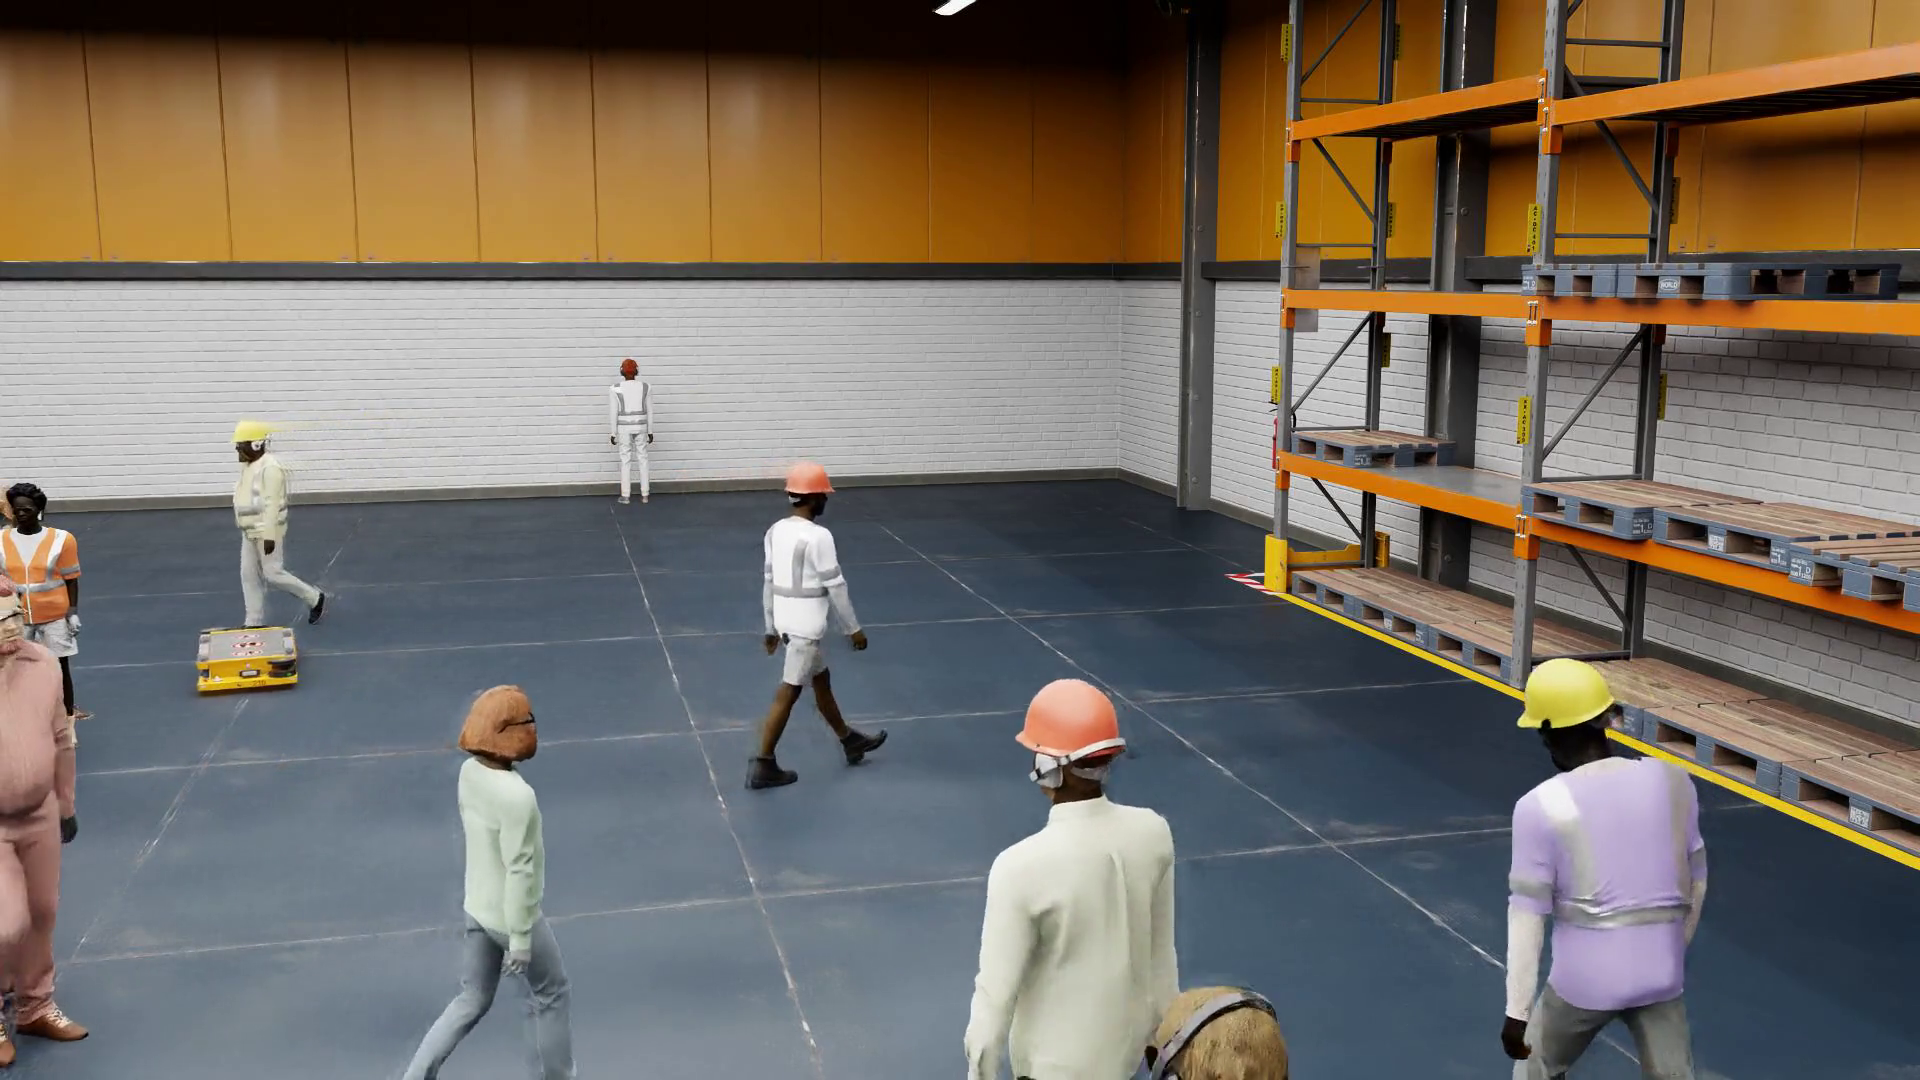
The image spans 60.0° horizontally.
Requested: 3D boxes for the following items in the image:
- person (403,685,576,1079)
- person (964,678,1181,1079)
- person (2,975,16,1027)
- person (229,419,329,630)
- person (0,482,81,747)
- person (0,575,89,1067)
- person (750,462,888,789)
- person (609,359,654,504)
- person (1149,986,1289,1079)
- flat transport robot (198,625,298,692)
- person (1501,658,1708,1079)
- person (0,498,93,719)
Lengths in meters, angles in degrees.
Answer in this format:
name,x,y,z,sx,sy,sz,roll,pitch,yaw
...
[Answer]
name,x,y,z,sx,sy,sz,roll,pitch,yaw
person,-1.610,1.283,5.681,0.795,1.605,0.507,-7,12,-39
person,0.327,1.328,4.324,0.628,1.954,1.003,-8,12,-41
person,-3.838,0.994,6.502,0.639,1.921,0.712,4,10,22
person,-5.661,-0.103,13.695,0.594,1.807,0.703,8,12,41
person,-5.773,0.481,10.386,0.529,1.697,0.321,-3,10,-18
person,-3.577,1.055,6.241,0.477,1.885,0.669,4,10,21
person,-0.846,0.482,9.787,1.001,1.879,0.548,-6,11,-33
person,-4.262,-1.410,21.611,0.575,1.885,0.355,-4,10,-24
person,0.372,1.608,2.850,0.642,1.872,1.035,0,9,-1
flat transport robot,-5.336,0.862,12.447,0.652,0.197,1.431,-4,10,-23
person,1.923,1.294,4.887,0.646,1.851,0.870,-2,9,-10
person,-6.298,0.421,11.105,0.831,1.593,0.504,-1,9,-5
